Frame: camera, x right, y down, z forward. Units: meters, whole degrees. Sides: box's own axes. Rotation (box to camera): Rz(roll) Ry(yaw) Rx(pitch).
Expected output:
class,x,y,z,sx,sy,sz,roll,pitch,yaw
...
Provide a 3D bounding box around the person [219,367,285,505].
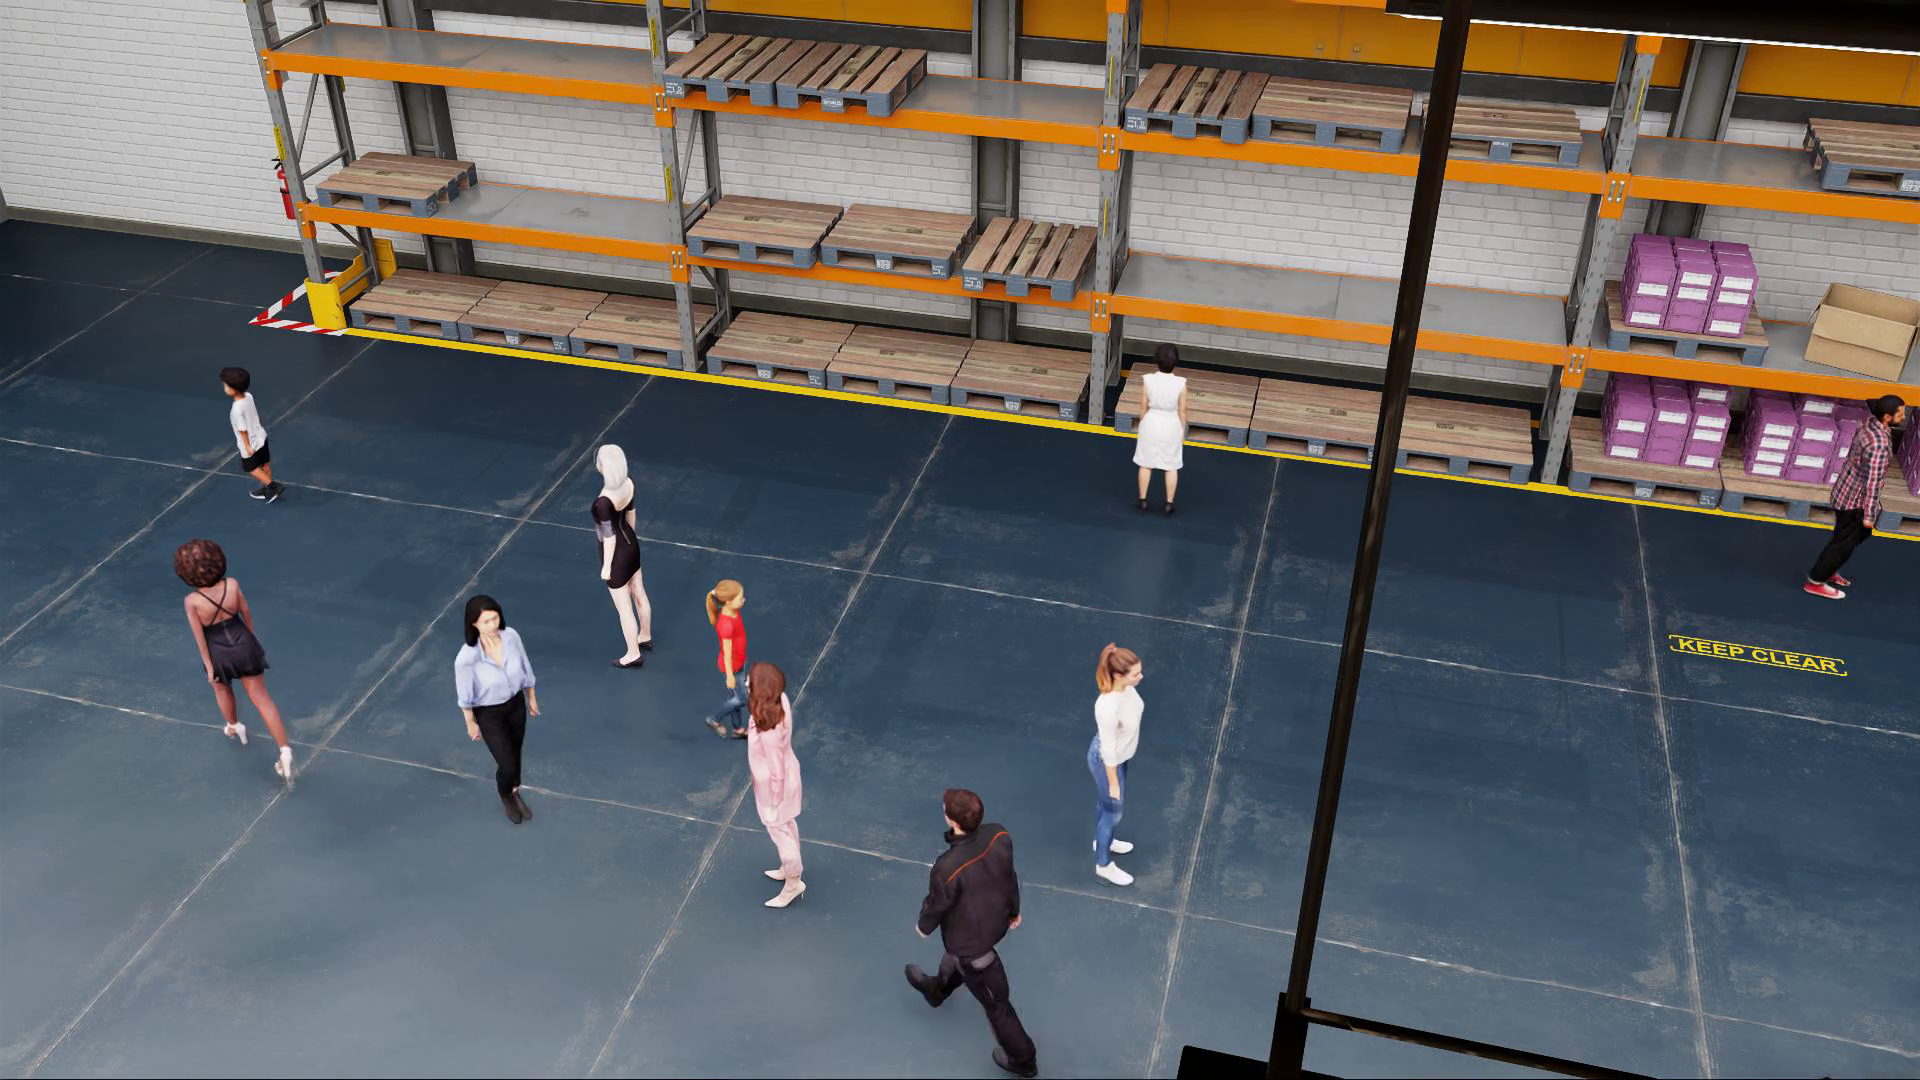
class,x,y,z,sx,sy,sz,roll,pitch,yaw
person,-5.847,-0.872,13.853,0.610,1.252,0.546,2,34,3

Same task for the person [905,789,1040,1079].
class,x,y,z,sx,sy,sz,roll,pitch,yaw
person,0.167,2.140,8.844,1.317,1.782,1.000,22,40,30

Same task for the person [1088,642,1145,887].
class,x,y,z,sx,sy,sz,roll,pitch,yaw
person,0.902,1.329,10.115,0.584,1.724,0.626,9,35,13

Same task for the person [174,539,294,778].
class,x,y,z,sx,sy,sz,roll,pitch,yaw
person,-4.704,0.816,10.865,0.938,1.749,1.159,-28,43,-36

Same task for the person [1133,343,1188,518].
class,x,y,z,sx,sy,sz,roll,pitch,yaw
person,1.652,-0.895,13.618,0.466,1.552,0.630,6,34,9

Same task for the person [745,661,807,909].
class,x,y,z,sx,sy,sz,roll,pitch,yaw
person,-1.076,1.446,9.869,0.617,1.802,0.668,-1,34,-1

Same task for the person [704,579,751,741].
class,x,y,z,sx,sy,sz,roll,pitch,yaw
person,-1.598,0.833,11.241,0.654,1.304,0.567,1,34,2

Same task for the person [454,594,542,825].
class,x,y,z,sx,sy,sz,roll,pitch,yaw
person,-2.957,1.050,10.523,0.758,1.737,0.763,26,42,33

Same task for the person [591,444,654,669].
class,x,y,z,sx,sy,sz,roll,pitch,yaw
person,-2.409,0.109,11.855,0.506,1.830,0.585,10,35,15

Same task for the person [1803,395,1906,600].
class,x,y,z,sx,sy,sz,roll,pitch,yaw
person,6.717,-0.337,12.599,0.630,1.750,0.718,10,35,15
